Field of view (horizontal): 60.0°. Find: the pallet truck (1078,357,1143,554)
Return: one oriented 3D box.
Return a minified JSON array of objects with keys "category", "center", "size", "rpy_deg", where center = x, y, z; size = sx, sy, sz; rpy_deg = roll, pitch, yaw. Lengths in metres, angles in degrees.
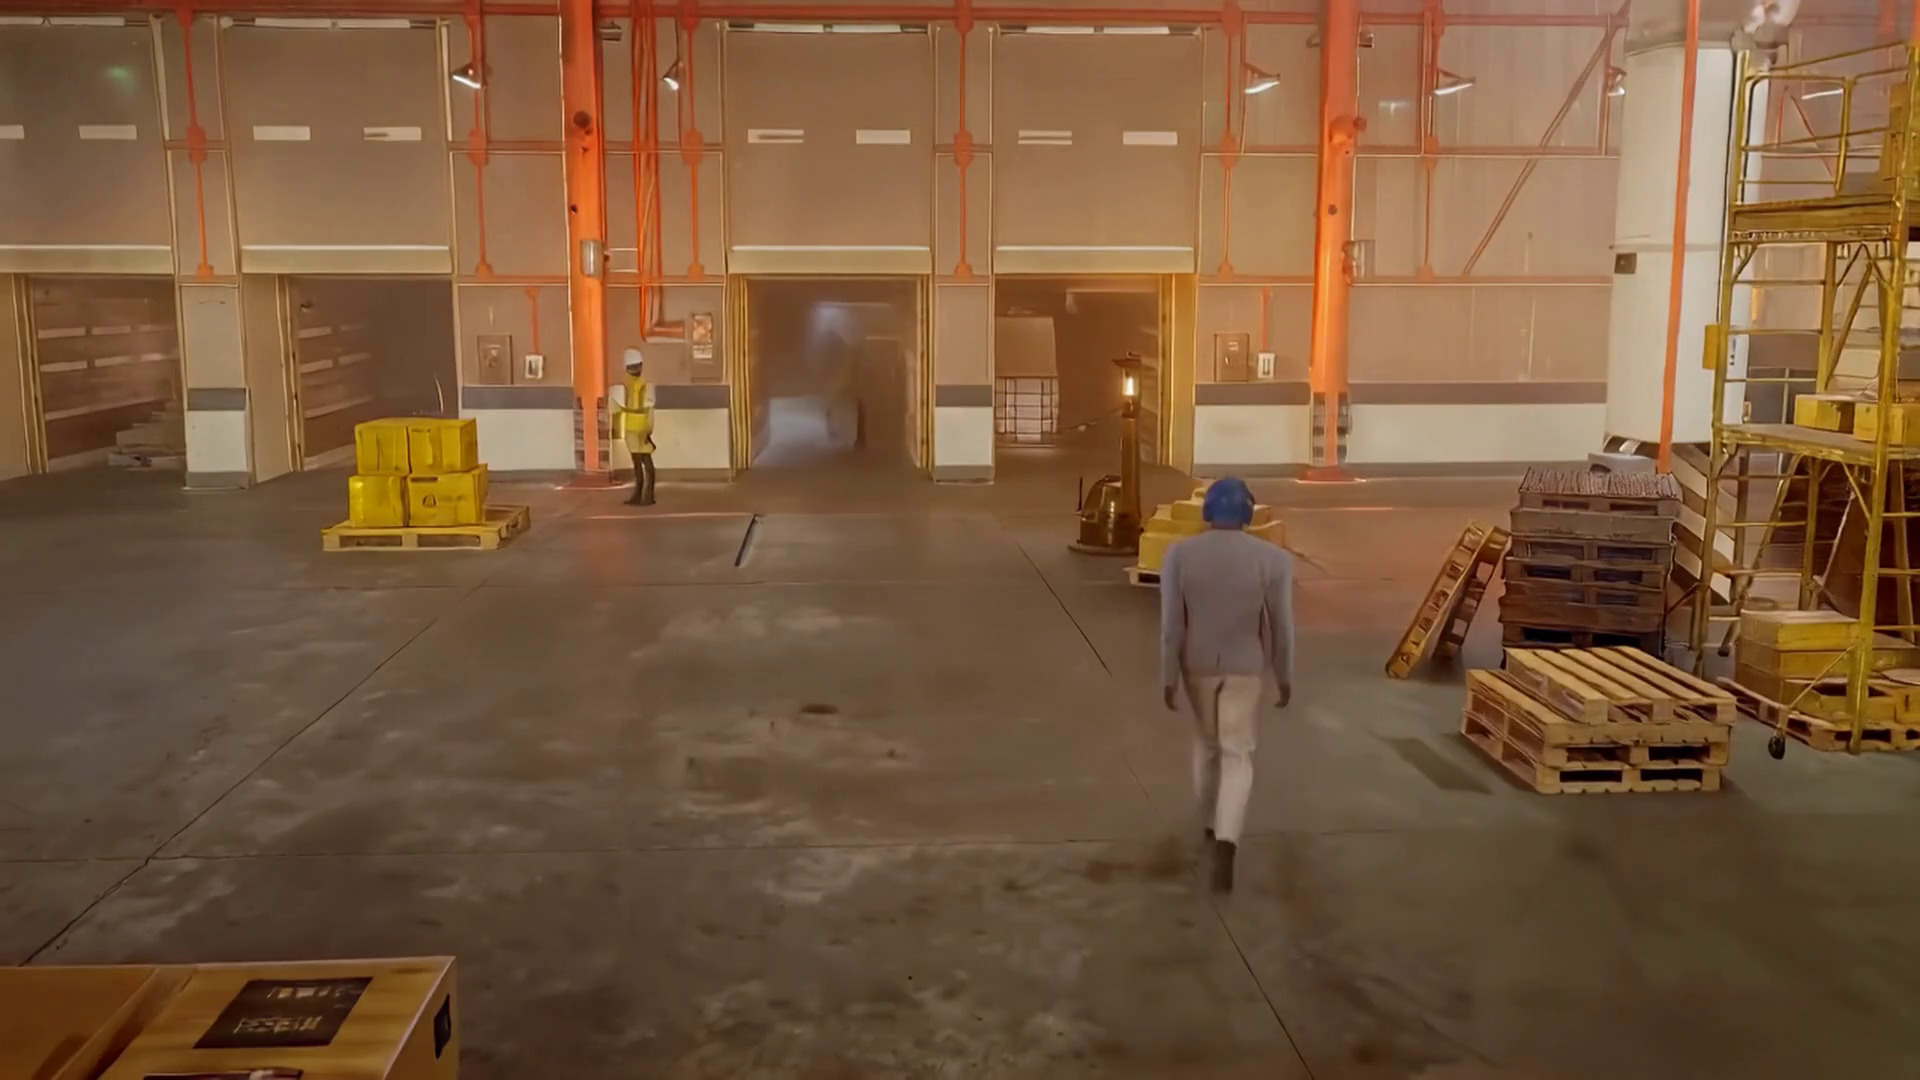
[{"category":"pallet truck","center":[2.088,-0.836,16.757],"size":[1.885,1.965,0.823],"rpy_deg":[2,9,13]}]

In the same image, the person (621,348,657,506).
[{"category":"person","center":[-3.961,-1.387,20.441],"size":[0.388,1.930,0.544],"rpy_deg":[-9,13,-44]}]

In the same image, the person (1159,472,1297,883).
[{"category":"person","center":[1.257,0.630,7.879],"size":[0.643,1.904,0.959],"rpy_deg":[2,9,13]}]
